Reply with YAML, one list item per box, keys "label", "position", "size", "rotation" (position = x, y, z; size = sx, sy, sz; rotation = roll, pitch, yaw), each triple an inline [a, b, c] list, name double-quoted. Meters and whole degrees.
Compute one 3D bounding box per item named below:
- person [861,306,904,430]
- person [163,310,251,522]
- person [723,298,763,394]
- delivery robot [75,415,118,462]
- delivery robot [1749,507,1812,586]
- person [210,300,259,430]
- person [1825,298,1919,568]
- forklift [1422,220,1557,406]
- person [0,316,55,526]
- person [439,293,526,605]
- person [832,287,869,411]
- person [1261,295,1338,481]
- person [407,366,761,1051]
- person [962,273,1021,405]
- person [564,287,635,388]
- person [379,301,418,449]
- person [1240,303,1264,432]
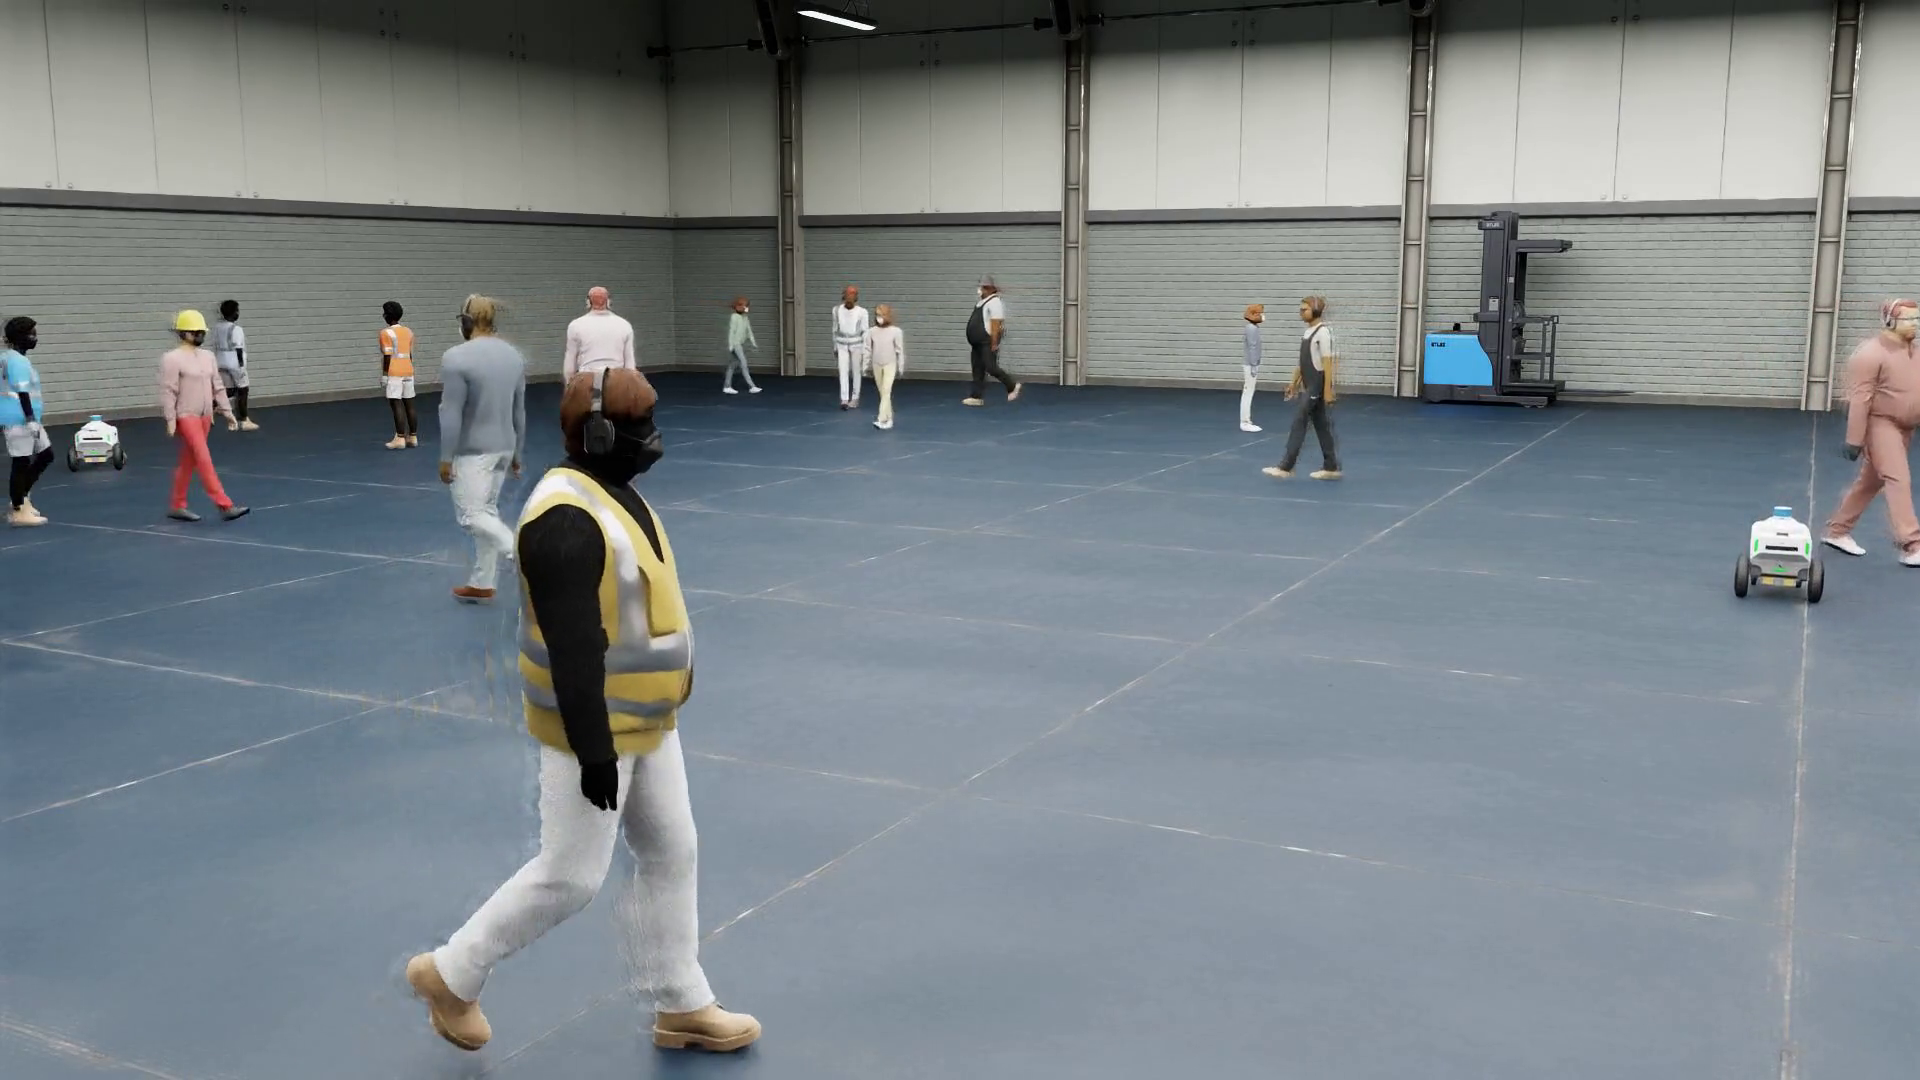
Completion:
- label: "person"
  position: [-1.007, -2.201, 21.387]
  size: [0.509, 1.587, 0.872]
  rotation: [4, 10, 22]
- label: "person"
  position: [-6.138, -0.991, 13.496]
  size: [0.894, 1.720, 0.540]
  rotation: [3, 10, 15]
- label: "person"
  position: [-3.593, -3.212, 27.577]
  size: [0.838, 1.582, 0.530]
  rotation: [3, 10, 17]
- label: "delivery robot"
  position: [-9.013, -1.058, 17.358]
  size: [0.477, 0.478, 0.707]
  rotation: [-4, 10, -22]
- label: "delivery robot"
  position: [5.248, 0.031, 10.639]
  size: [0.477, 0.478, 0.707]
  rotation: [4, 10, 25]
- label: "person"
  position: [-9.381, -2.232, 21.301]
  size: [0.540, 1.679, 0.625]
  rotation: [8, 12, 39]
- label: "person"
  position: [6.570, -0.767, 11.720]
  size: [0.638, 1.858, 0.999]
  rotation: [-6, 11, -32]
- label: "forklift"
  position: [8.245, -3.527, 25.720]
  size: [1.873, 2.768, 1.129]
  rotation: [5, 10, 27]
- label: "person"
  position: [-7.523, -0.950, 13.385]
  size: [0.370, 1.687, 0.545]
  rotation: [-4, 10, -23]
- label: "person"
  position: [-2.826, -0.530, 10.076]
  size: [0.760, 1.915, 0.634]
  rotation: [4, 10, 23]
- label: "person"
  position: [-1.613, -2.829, 24.604]
  size: [0.583, 1.800, 1.069]
  rotation: [1, 9, 6]
- label: "person"
  position: [3.332, -1.478, 16.247]
  size: [0.891, 1.808, 0.518]
  rotation: [0, 9, -1]
- label: "person"
  position: [-0.986, 0.460, 4.275]
  size: [0.824, 1.819, 0.617]
  rotation: [1, 9, 7]
- label: "person"
  position: [0.478, -3.070, 25.482]
  size: [0.819, 2.000, 0.690]
  rotation: [-3, 10, -19]
- label: "person"
  position: [-3.535, -1.509, 16.200]
  size: [0.657, 1.889, 0.634]
  rotation: [-5, 11, -29]
- label: "person"
  position: [-6.507, -1.906, 19.230]
  size: [0.318, 1.695, 0.539]
  rotation: [3, 10, 17]
- label: "person"
  position: [3.758, -2.222, 21.370]
  size: [0.279, 1.632, 0.502]
  rotation: [1, 9, 8]
